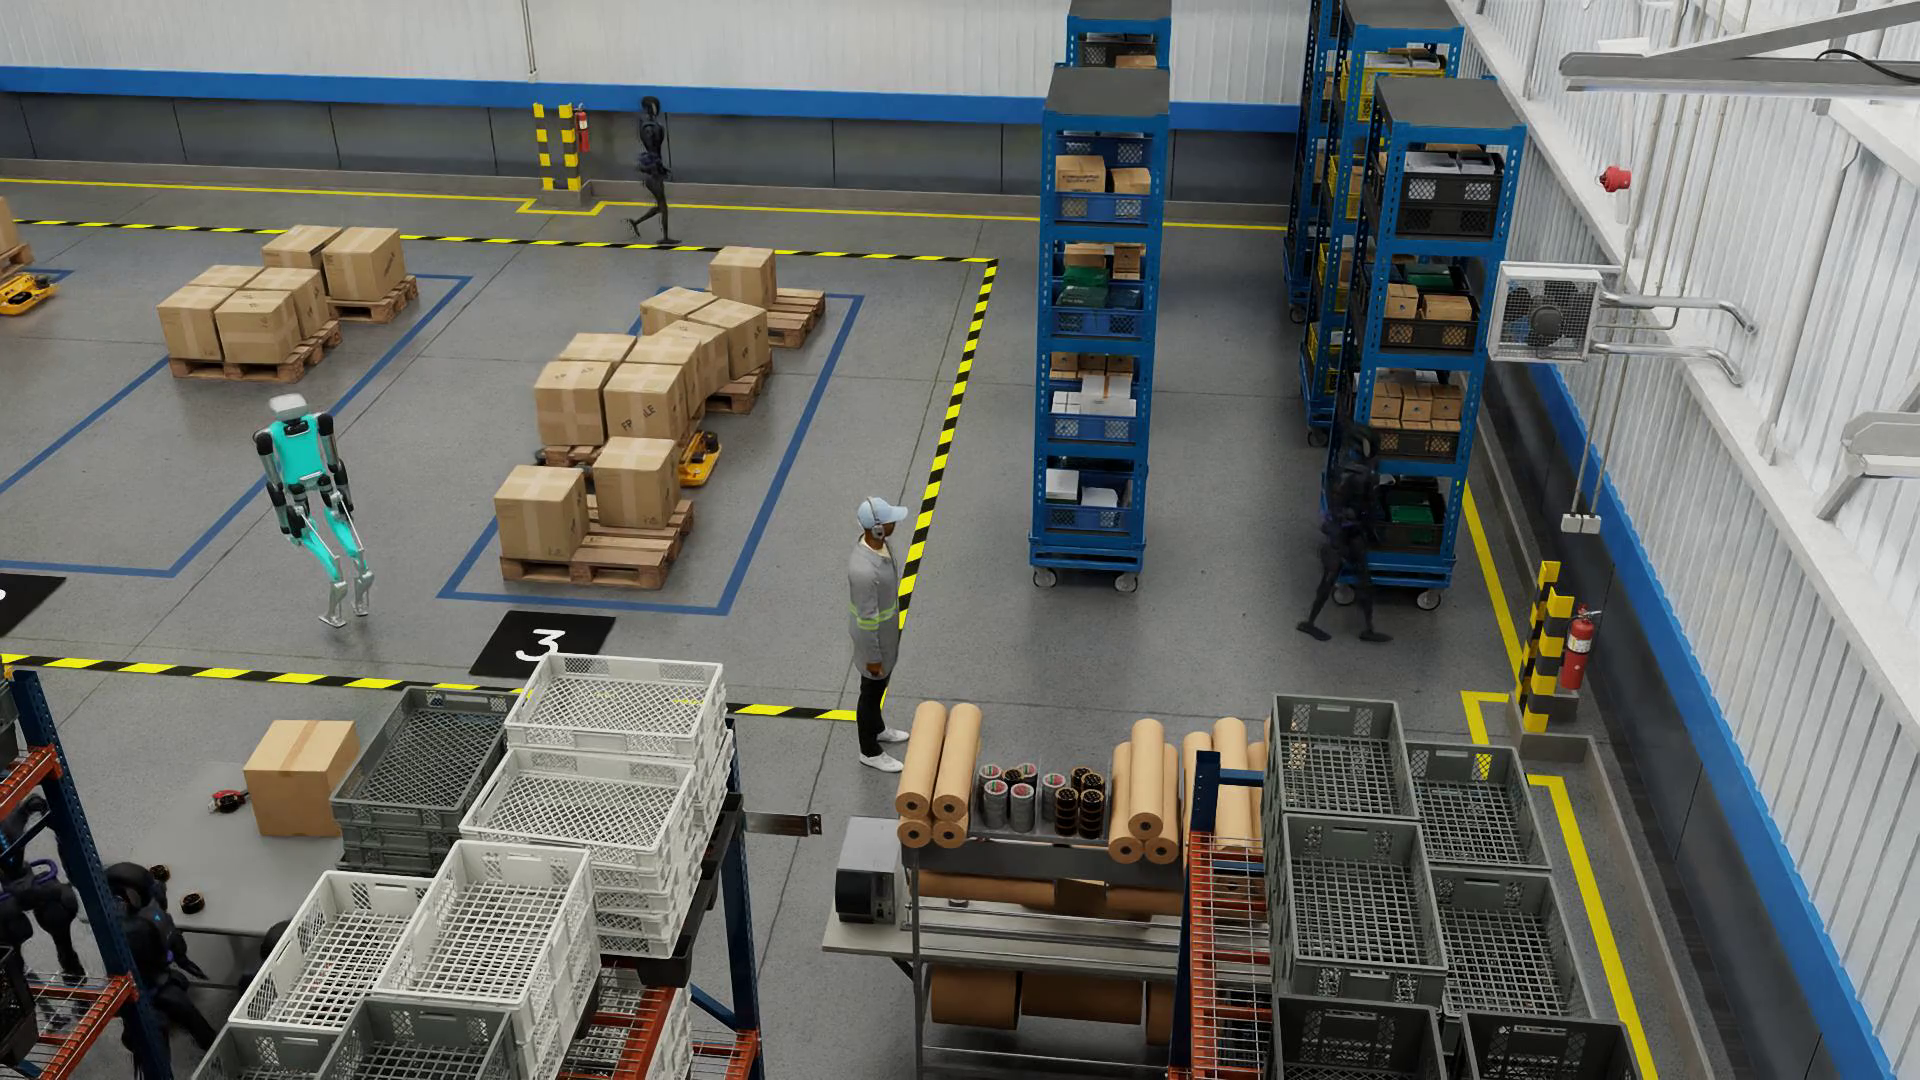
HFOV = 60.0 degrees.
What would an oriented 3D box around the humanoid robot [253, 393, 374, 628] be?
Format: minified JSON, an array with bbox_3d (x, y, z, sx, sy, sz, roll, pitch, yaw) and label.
[{"bbox_3d":[-4.315,-0.140,11.321,0.533,1.677,0.735,-24,38,-35],"label":"humanoid robot"}]

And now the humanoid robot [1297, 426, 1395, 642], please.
[{"bbox_3d":[2.695,-0.004,11.288,0.654,1.639,0.595,23,37,34],"label":"humanoid robot"}]

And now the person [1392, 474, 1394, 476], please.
[{"bbox_3d":[3.371,-1.149,13.002,0.371,1.930,0.633,-10,32,-17],"label":"person"}]

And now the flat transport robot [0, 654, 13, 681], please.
[{"bbox_3d":[-7.142,0.969,11.010,1.431,0.231,0.659,3,30,6],"label":"flat transport robot"}]

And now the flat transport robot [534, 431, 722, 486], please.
[{"bbox_3d":[-2.767,-0.719,13.881,1.431,0.197,0.652,3,30,6],"label":"flat transport robot"}]

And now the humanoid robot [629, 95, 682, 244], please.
[{"bbox_3d":[-3.406,-4.052,18.236,0.522,1.640,0.609,-2,30,-3],"label":"humanoid robot"}]

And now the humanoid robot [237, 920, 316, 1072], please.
[{"bbox_3d":[-2.839,2.330,7.261,0.600,1.648,0.348,4,30,7],"label":"humanoid robot"}]

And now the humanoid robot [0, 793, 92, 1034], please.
[{"bbox_3d":[-4.594,1.790,8.189,0.587,1.648,0.390,-24,38,-35],"label":"humanoid robot"}]

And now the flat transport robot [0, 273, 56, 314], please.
[{"bbox_3d":[-10.139,-2.556,17.035,1.431,0.197,0.652,3,30,6],"label":"flat transport robot"}]

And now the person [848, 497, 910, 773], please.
[{"bbox_3d":[-0.486,0.561,10.135,0.372,1.852,0.596,3,30,5],"label":"person"}]

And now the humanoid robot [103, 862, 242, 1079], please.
[{"bbox_3d":[-3.649,2.108,7.672,0.651,1.631,0.614,-1,30,-1],"label":"humanoid robot"}]
